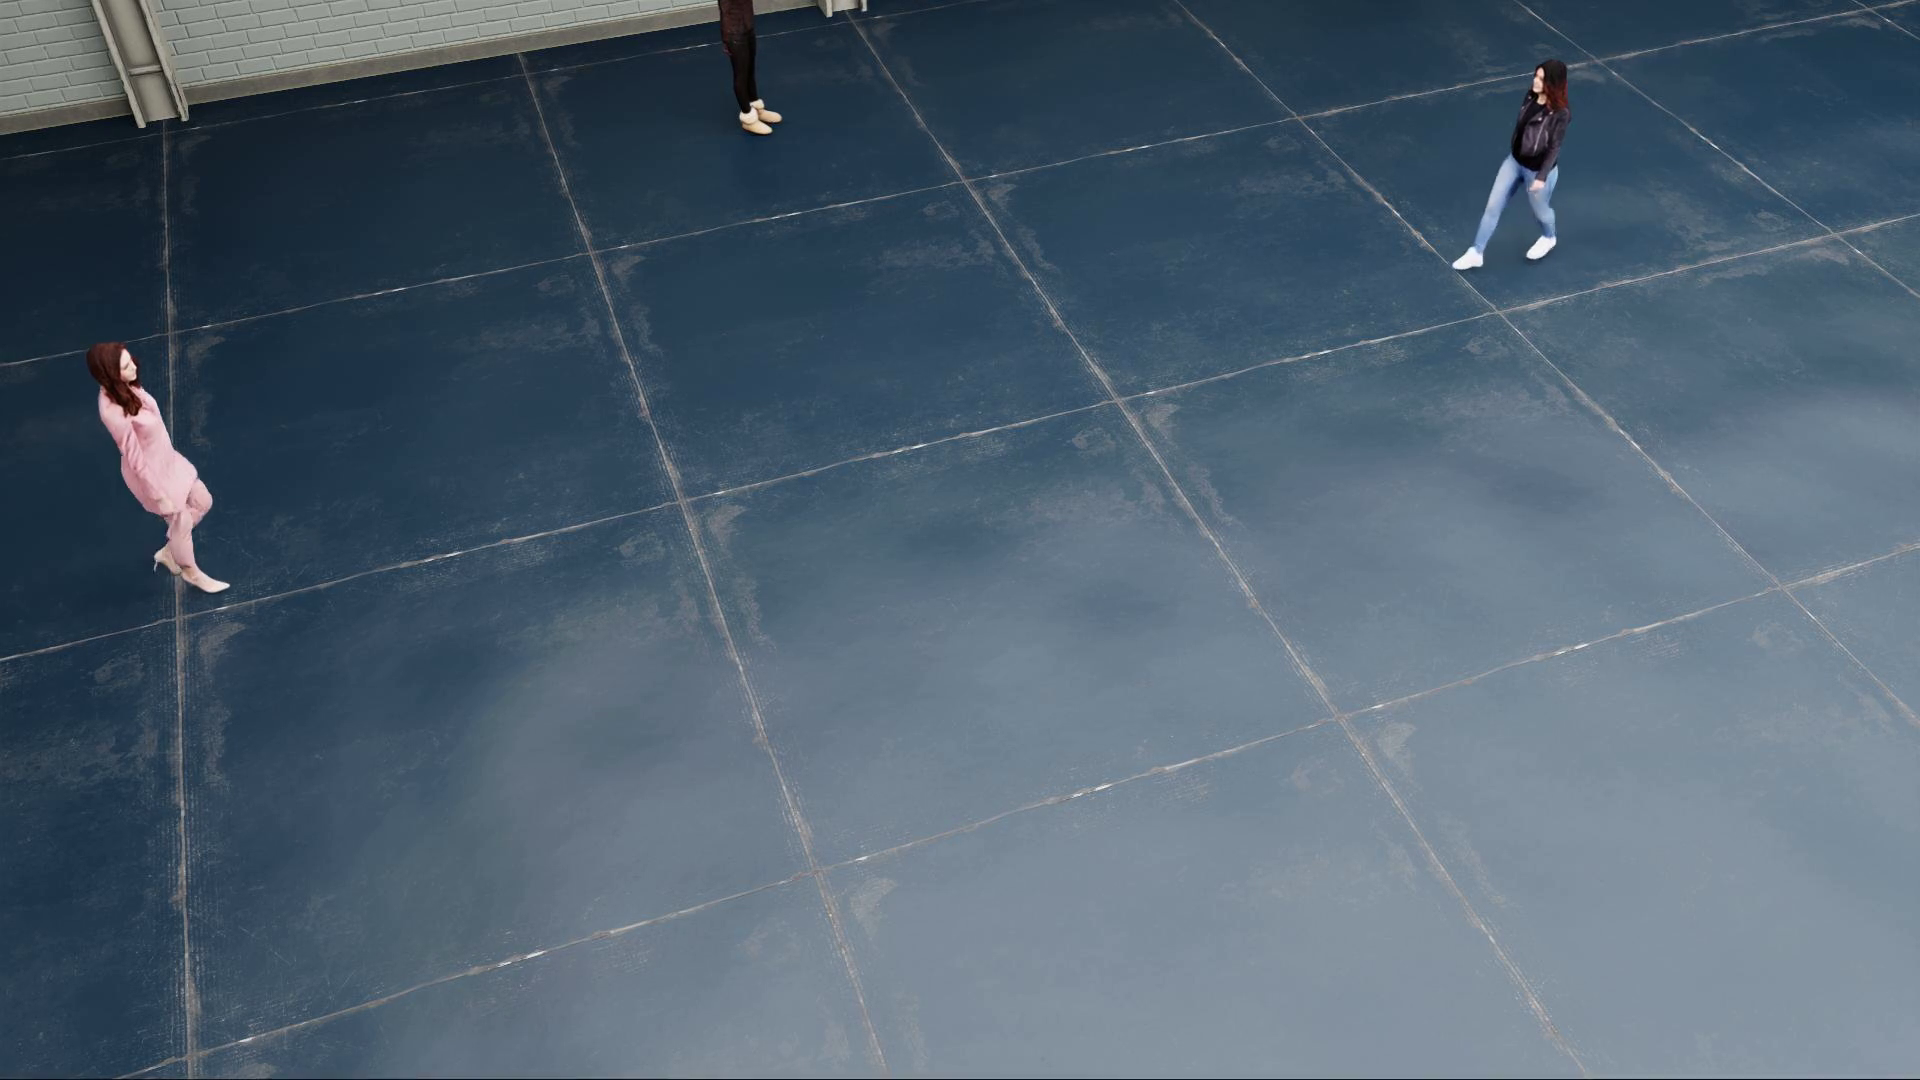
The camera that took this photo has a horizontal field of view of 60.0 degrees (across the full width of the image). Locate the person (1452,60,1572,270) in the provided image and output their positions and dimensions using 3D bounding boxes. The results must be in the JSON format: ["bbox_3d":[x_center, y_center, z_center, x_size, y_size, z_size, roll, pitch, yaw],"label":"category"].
[{"bbox_3d":[4.144,-2.657,11.890,1.121,1.597,0.740,-19,46,-19],"label":"person"}]

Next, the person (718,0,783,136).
[{"bbox_3d":[-1.788,-4.081,13.366,0.703,1.664,0.767,-11,44,-11],"label":"person"}]

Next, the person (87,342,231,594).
[{"bbox_3d":[-4.570,-0.358,9.288,0.709,1.787,0.683,-7,44,-8],"label":"person"}]
